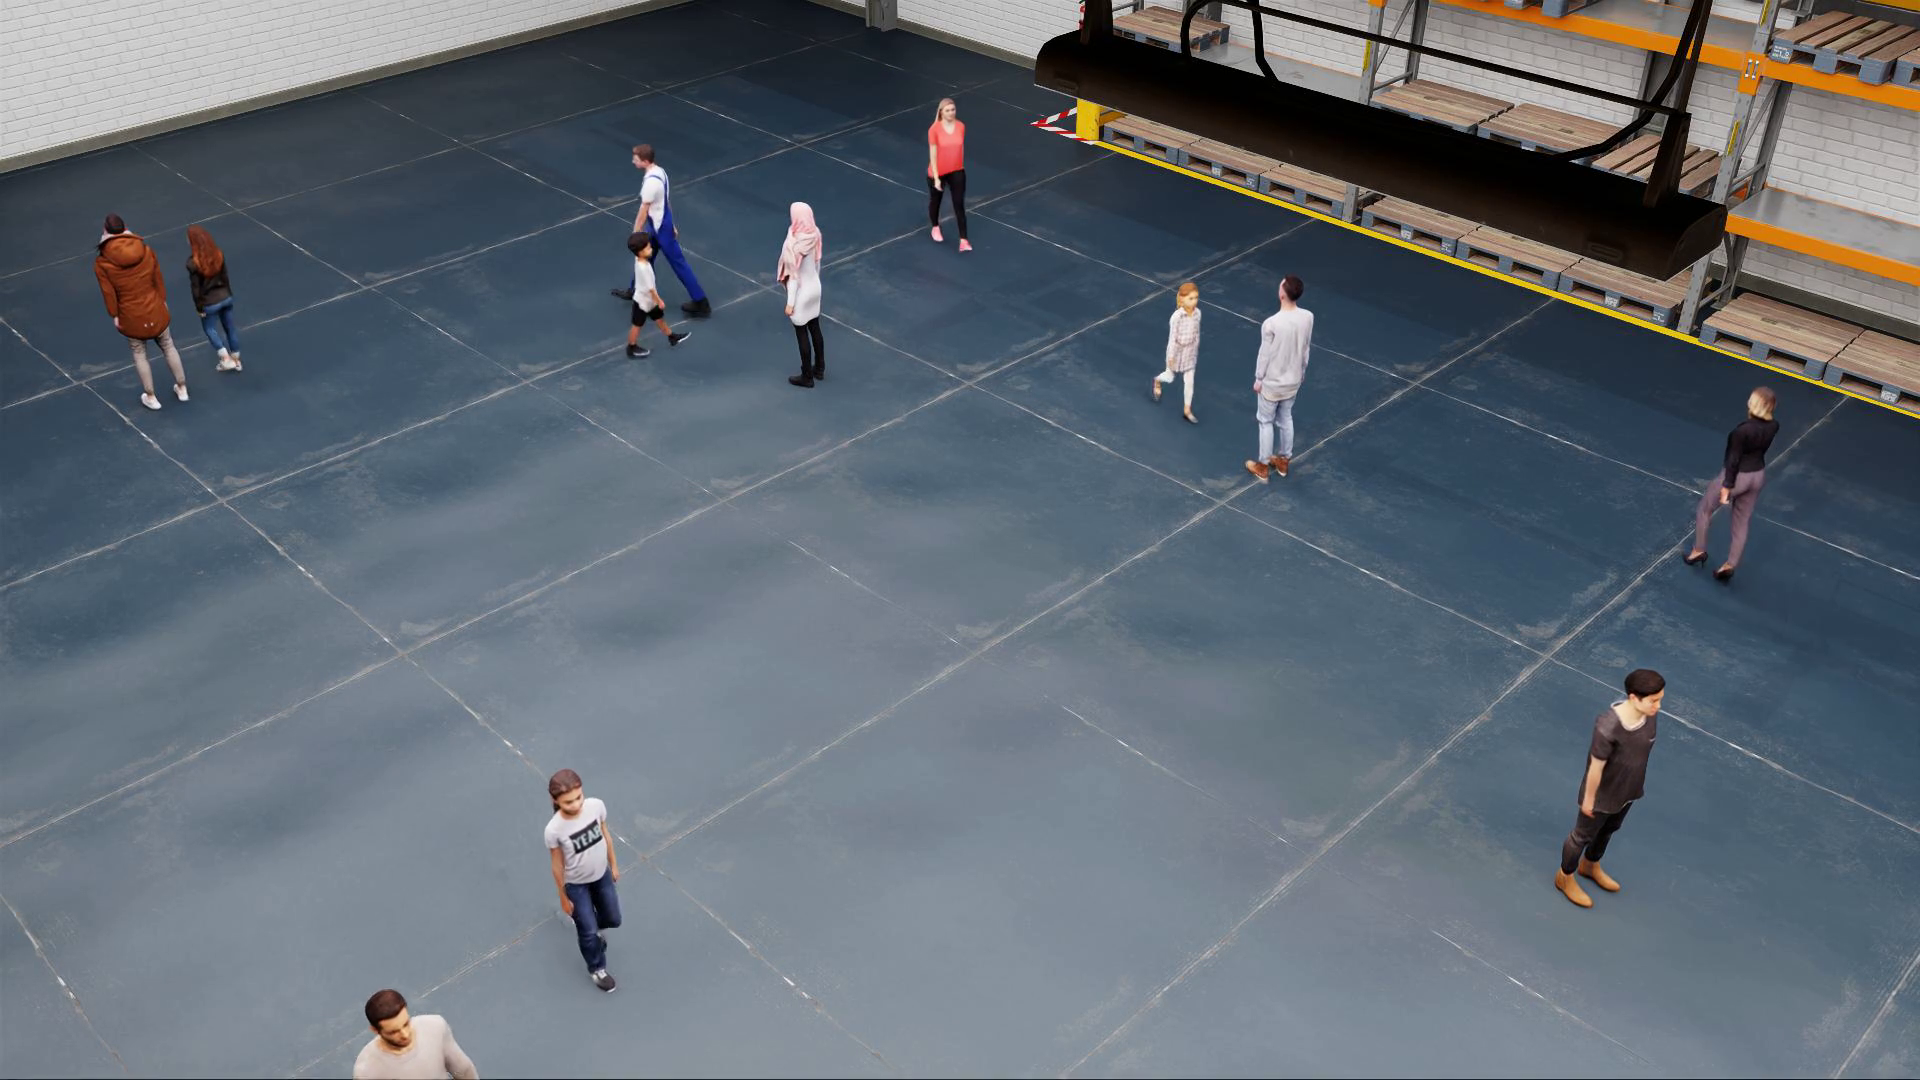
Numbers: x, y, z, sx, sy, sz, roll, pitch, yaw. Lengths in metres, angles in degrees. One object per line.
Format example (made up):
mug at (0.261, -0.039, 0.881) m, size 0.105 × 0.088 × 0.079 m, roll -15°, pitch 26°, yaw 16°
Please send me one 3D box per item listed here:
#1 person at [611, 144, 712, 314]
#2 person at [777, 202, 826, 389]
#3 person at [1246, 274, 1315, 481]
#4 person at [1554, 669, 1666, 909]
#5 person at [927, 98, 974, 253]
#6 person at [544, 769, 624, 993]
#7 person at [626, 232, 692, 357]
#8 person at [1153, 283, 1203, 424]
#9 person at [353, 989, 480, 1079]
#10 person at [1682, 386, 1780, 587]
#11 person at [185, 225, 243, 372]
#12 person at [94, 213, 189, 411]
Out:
person at (-2.884, -3.034, 16.509) m, size 1.278 × 1.786 × 1.206 m, roll 3°, pitch 34°, yaw 4°
person at (-1.431, -2.267, 15.339) m, size 0.656 × 1.804 × 0.675 m, roll 20°, pitch 39°, yaw 27°
person at (2.688, -1.359, 13.943) m, size 0.733 × 1.837 × 0.675 m, roll -17°, pitch 37°, yaw -23°
person at (3.845, 1.434, 9.854) m, size 0.666 × 1.711 × 0.640 m, roll -16°, pitch 37°, yaw -23°
person at (-0.199, -3.985, 18.066) m, size 0.898 × 1.646 × 1.170 m, roll -11°, pitch 35°, yaw -17°
person at (-2.147, 1.861, 9.361) m, size 0.556 × 1.547 × 0.696 m, roll -26°, pitch 42°, yaw -34°
person at (-3.086, -2.326, 15.951) m, size 0.831 × 1.224 × 0.874 m, roll -8°, pitch 34°, yaw -11°
person at (1.962, -1.728, 14.986) m, size 0.714 × 1.297 × 0.948 m, roll -16°, pitch 37°, yaw -22°
person at (-2.585, 2.713, 7.830) m, size 1.155 × 1.823 × 0.774 m, roll 22°, pitch 40°, yaw 30°
person at (5.970, -0.365, 12.611) m, size 0.730 × 1.656 × 0.788 m, roll -10°, pitch 35°, yaw -15°
person at (-6.947, -2.244, 15.603) m, size 0.550 × 1.474 × 0.601 m, roll 23°, pitch 40°, yaw 31°
person at (-7.390, -2.060, 14.998) m, size 0.686 × 1.836 × 0.666 m, roll -27°, pitch 42°, yaw -35°
